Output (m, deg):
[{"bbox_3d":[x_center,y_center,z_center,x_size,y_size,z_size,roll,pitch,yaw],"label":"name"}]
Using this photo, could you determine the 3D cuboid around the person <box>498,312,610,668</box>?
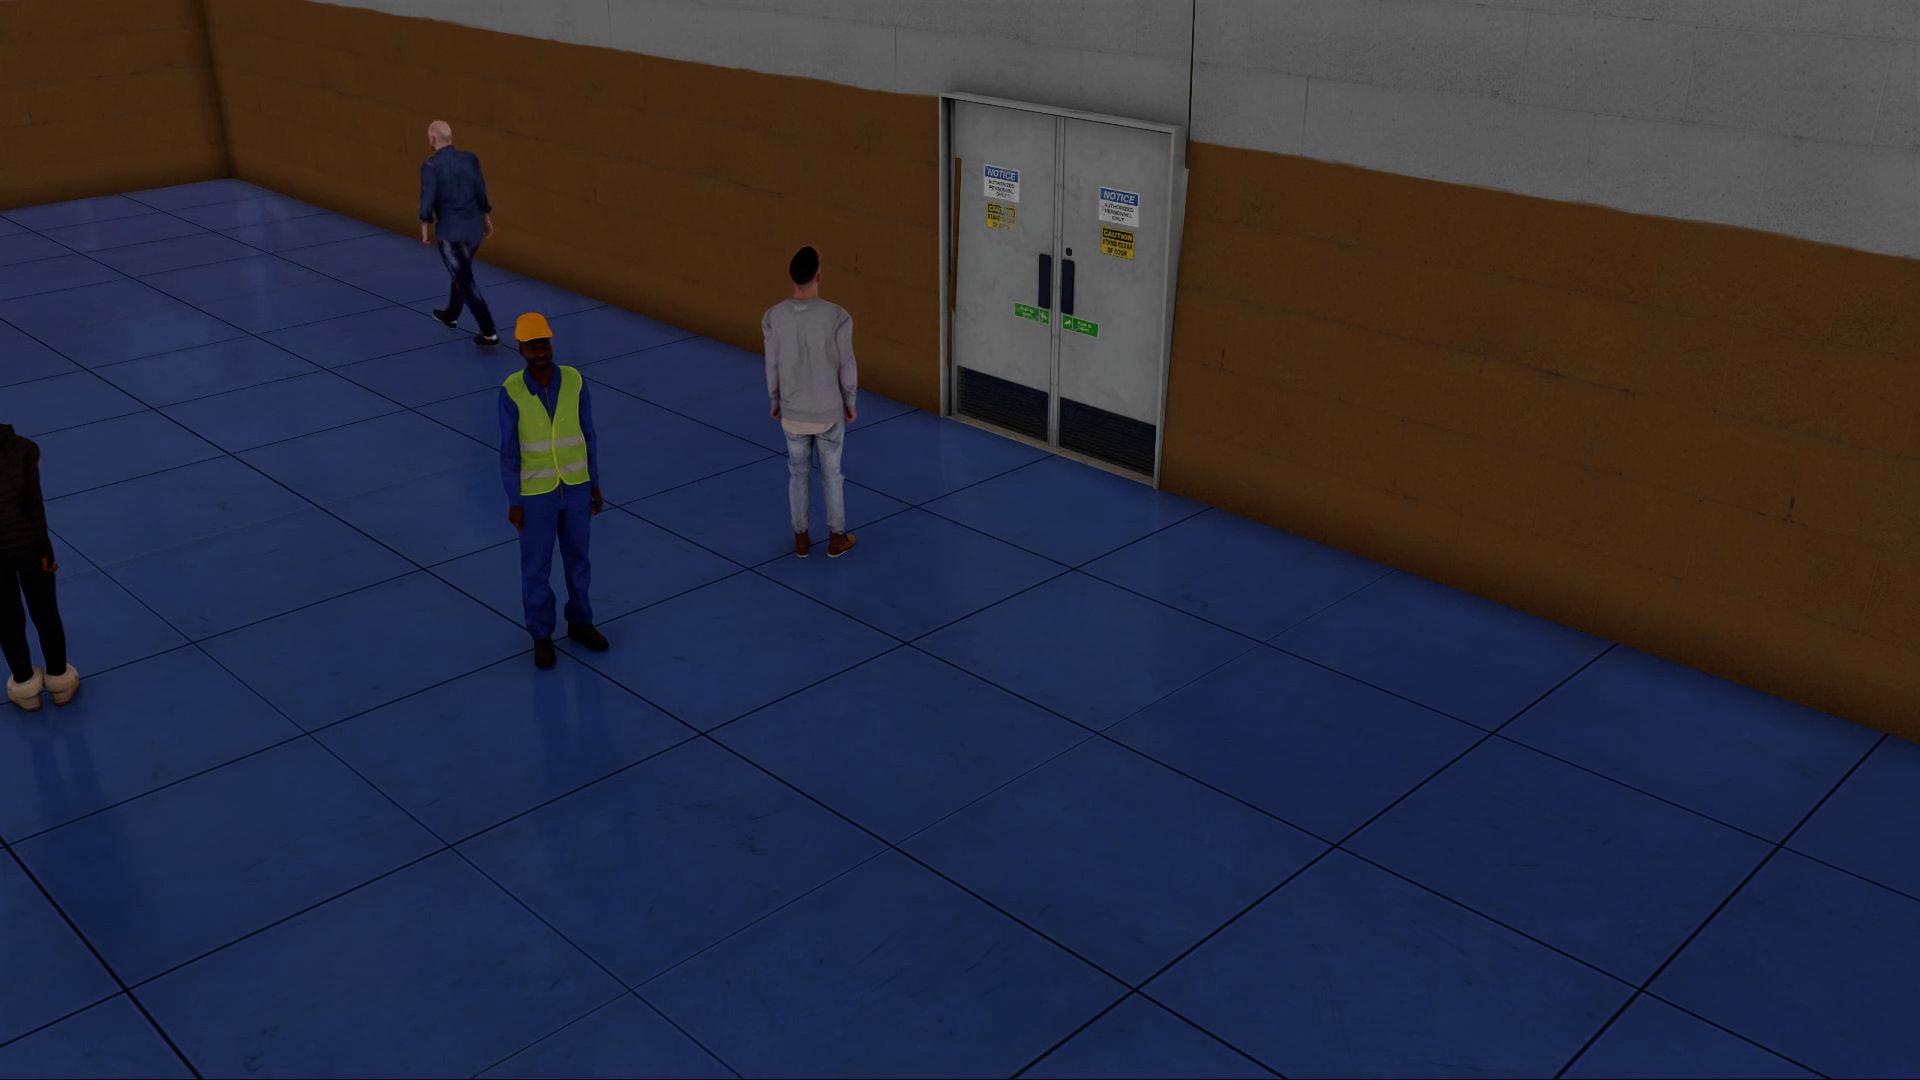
[{"bbox_3d":[-2.050,-0.267,8.375,0.569,1.813,0.767,-16,28,-32],"label":"person"}]

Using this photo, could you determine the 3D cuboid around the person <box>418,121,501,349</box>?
[{"bbox_3d":[-3.950,-2.383,13.265,0.947,1.770,1.170,15,28,31],"label":"person"}]

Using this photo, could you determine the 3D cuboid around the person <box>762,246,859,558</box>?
[{"bbox_3d":[-0.841,-0.778,9.510,0.766,1.840,0.792,3,24,6],"label":"person"}]

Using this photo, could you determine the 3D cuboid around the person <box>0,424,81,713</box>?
[{"bbox_3d":[-4.462,0.055,7.831,0.665,1.661,0.598,8,25,19],"label":"person"}]
